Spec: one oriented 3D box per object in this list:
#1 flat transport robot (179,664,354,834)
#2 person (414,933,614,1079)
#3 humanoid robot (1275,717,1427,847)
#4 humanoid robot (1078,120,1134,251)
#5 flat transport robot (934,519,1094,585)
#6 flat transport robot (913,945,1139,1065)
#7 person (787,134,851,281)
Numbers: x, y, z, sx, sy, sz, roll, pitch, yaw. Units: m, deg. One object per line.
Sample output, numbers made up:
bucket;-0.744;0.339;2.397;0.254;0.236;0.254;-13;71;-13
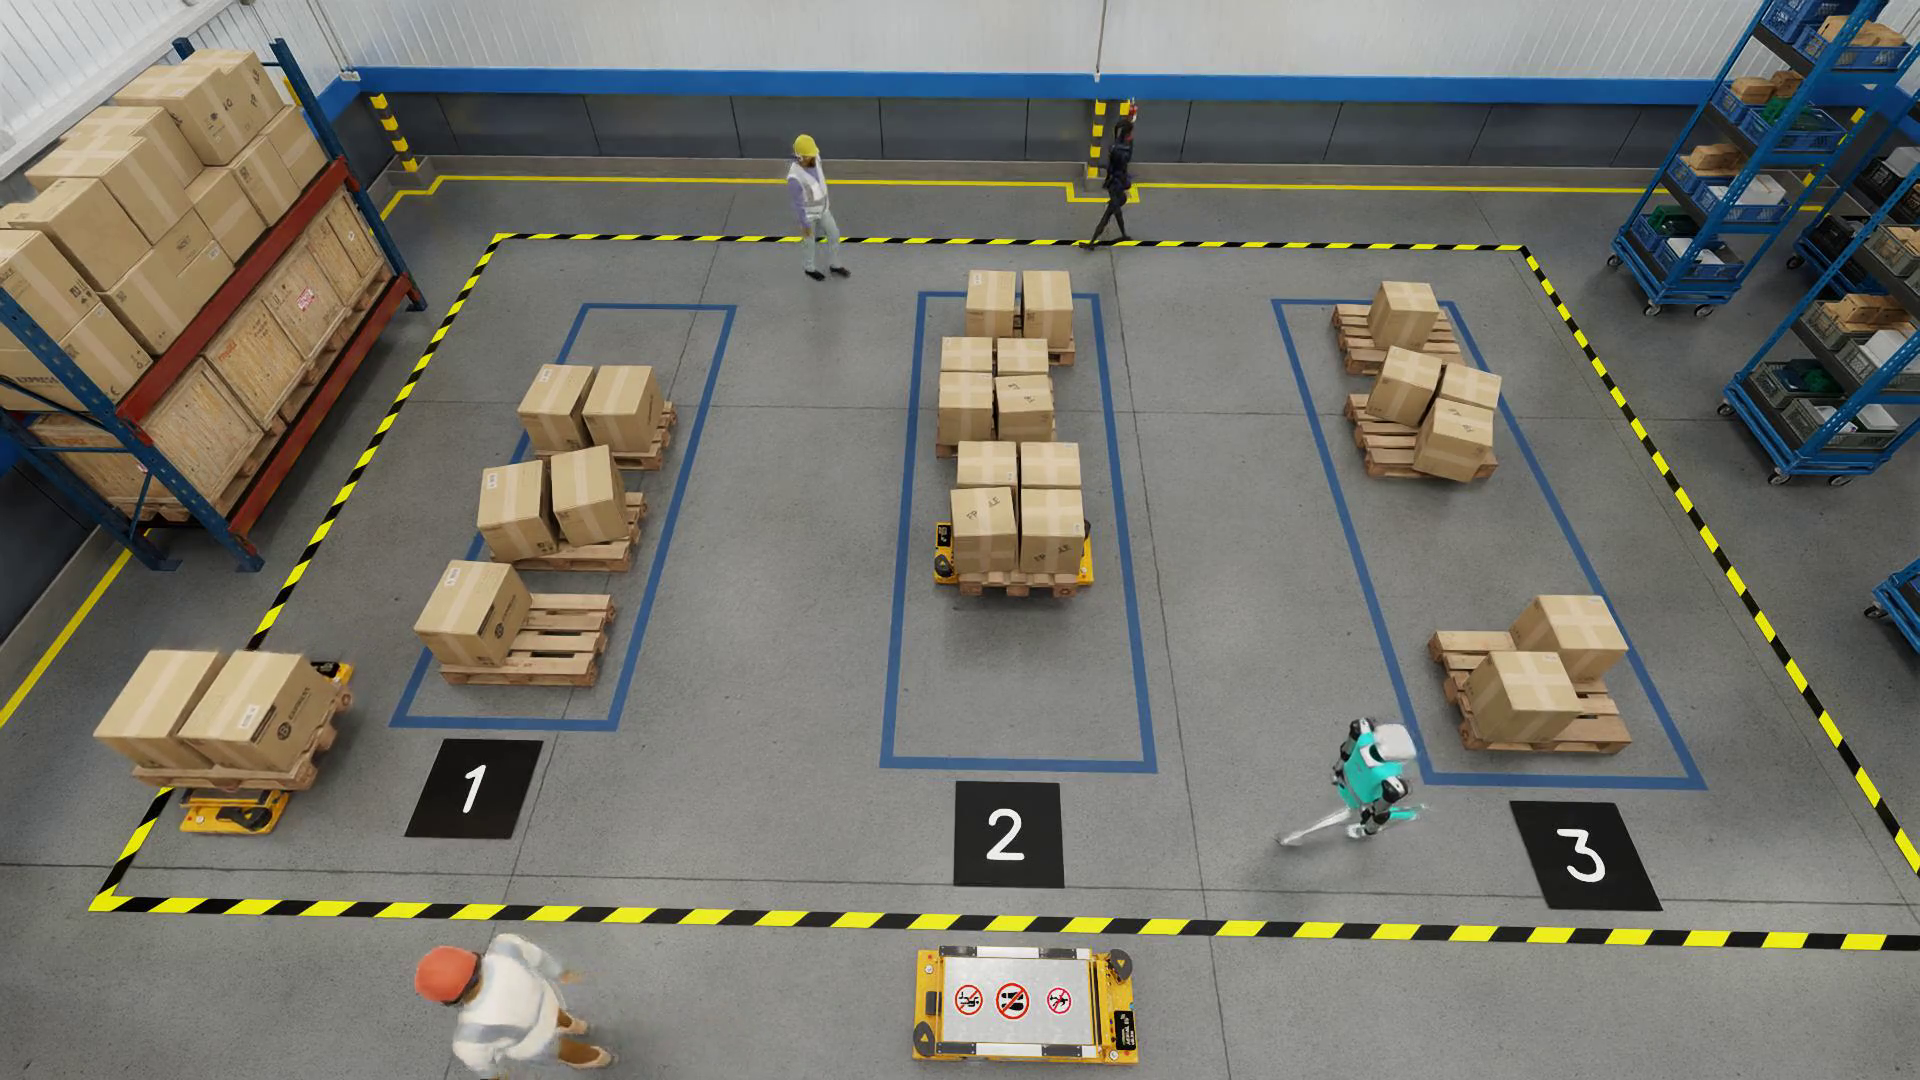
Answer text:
flat transport robot;-5.433;1.572;7.187;0.652;0.197;1.431;1;51;1
person;-2.511;2.695;5.158;0.644;2.019;0.616;-1;51;-1
humanoid robot;2.810;1.694;6.167;1.031;1.740;0.532;-10;51;-8
humanoid robot;1.833;-4.284;11.089;0.758;1.625;0.587;-7;51;-6
flat transport robot;0.490;0.087;8.397;1.431;0.197;0.652;1;51;1
flat transport robot;0.422;3.041;6.007;1.431;0.231;0.659;1;51;1
person;-1.660;-3.792;10.578;0.521;1.816;0.612;22;54;17
